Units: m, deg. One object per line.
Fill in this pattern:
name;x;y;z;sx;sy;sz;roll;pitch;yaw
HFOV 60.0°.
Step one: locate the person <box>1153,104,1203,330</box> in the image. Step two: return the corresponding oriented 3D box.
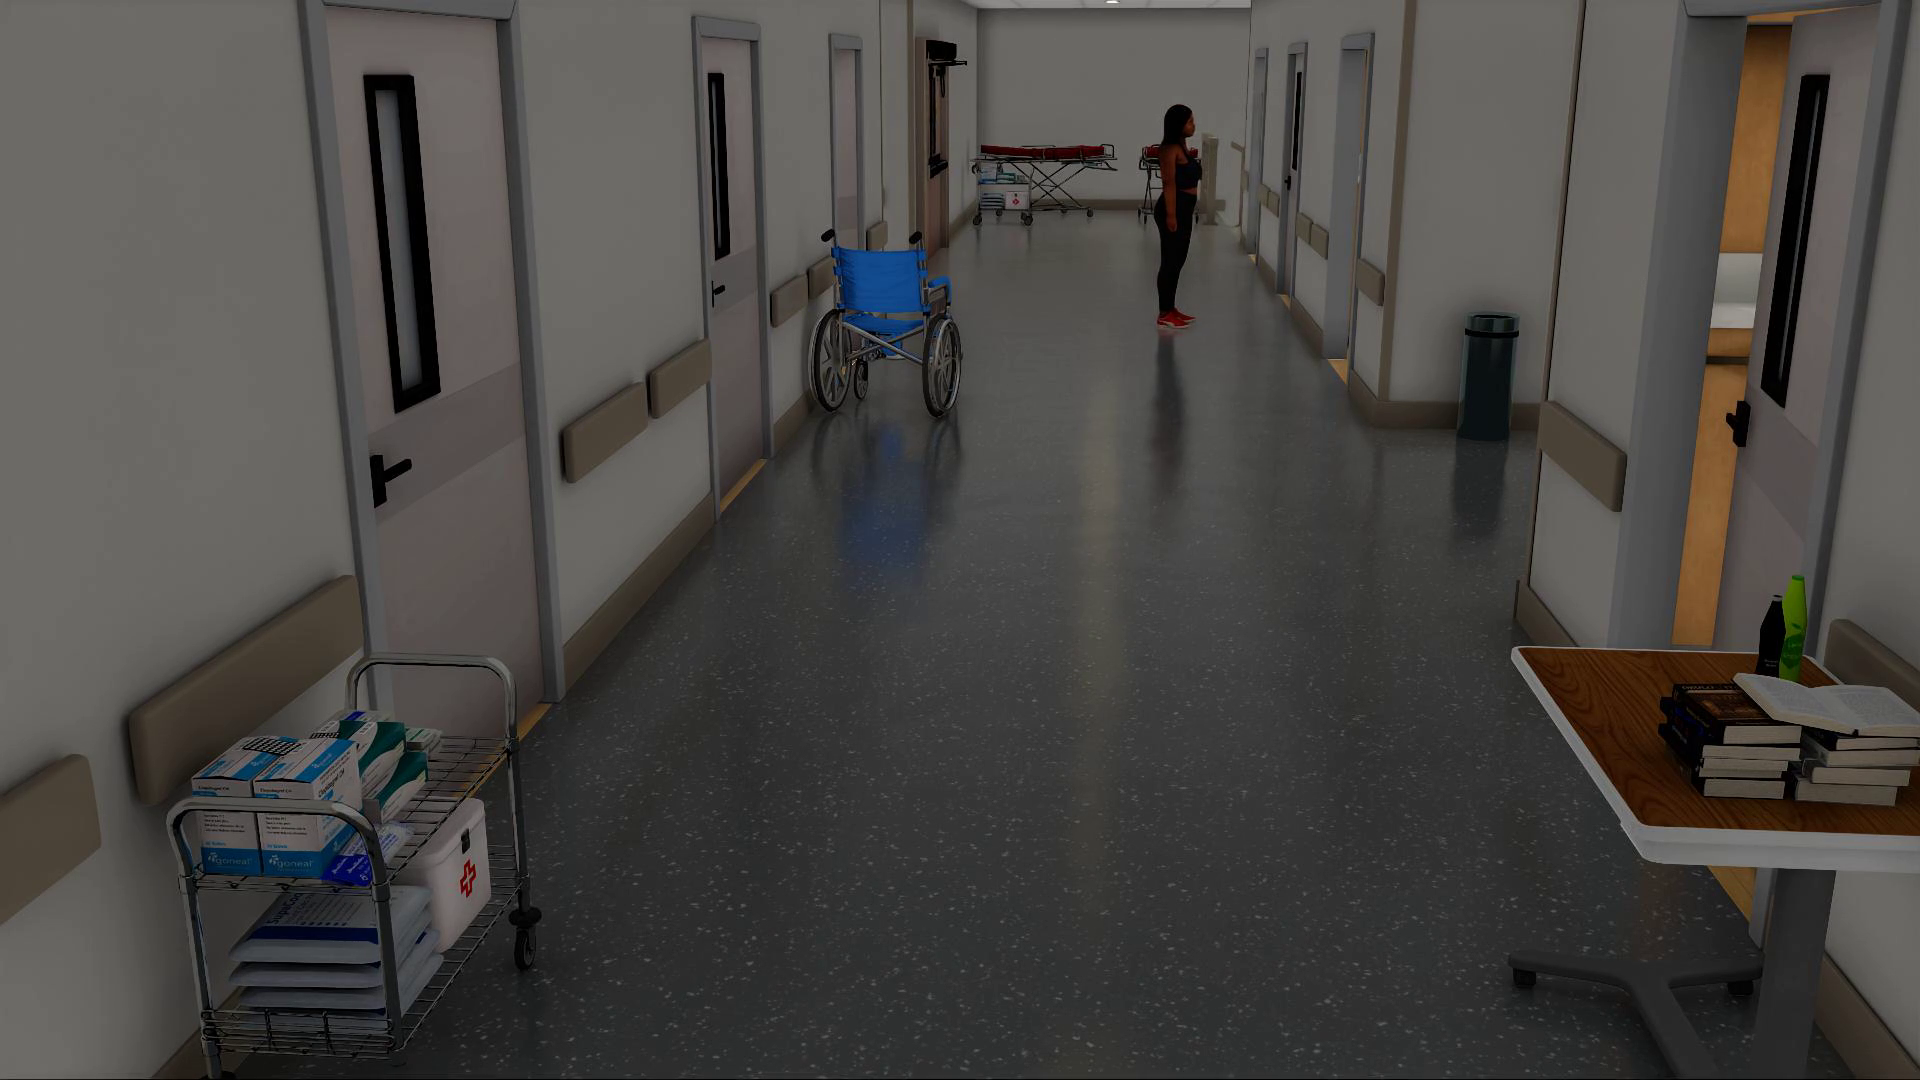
person;1.790;-2.703;13.863;0.766;1.816;0.611;5;16;16
